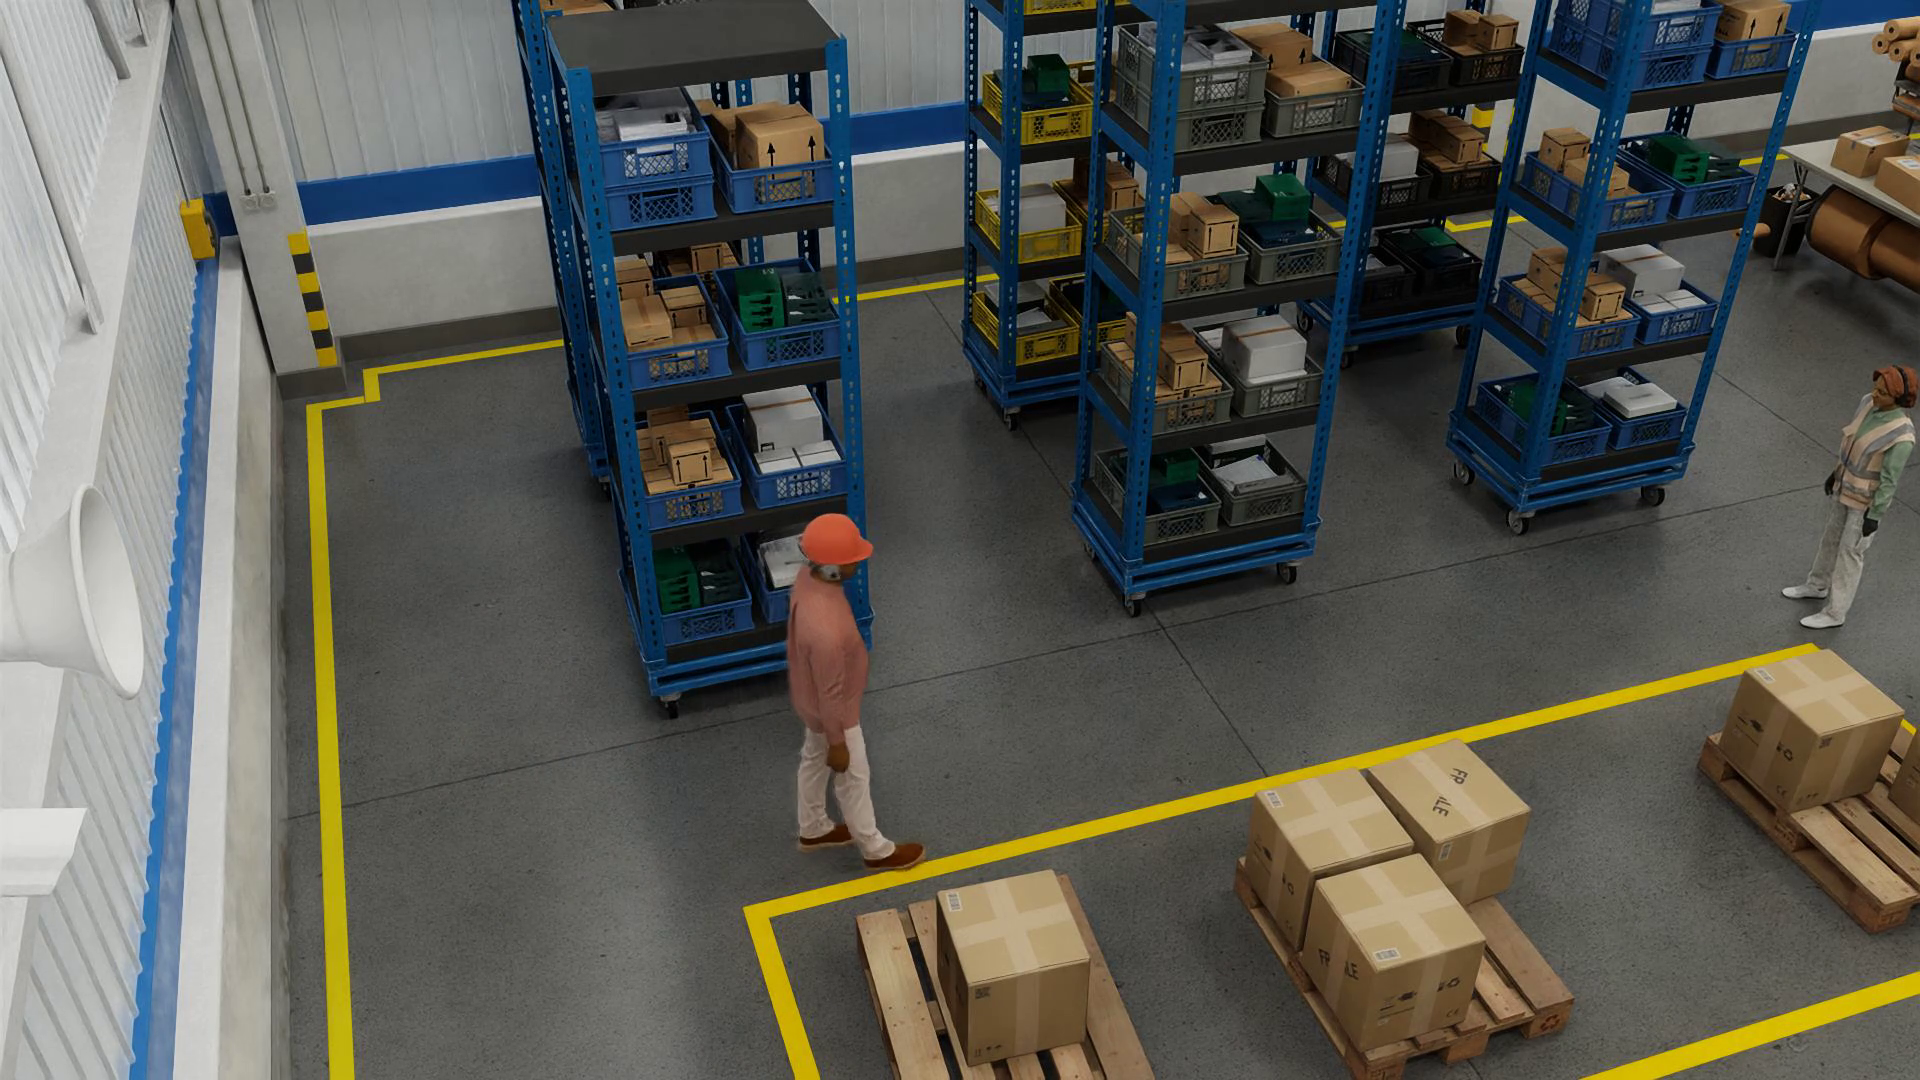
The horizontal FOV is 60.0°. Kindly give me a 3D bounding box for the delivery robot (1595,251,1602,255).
[{"bbox_3d":[5.342,-2.563,13.342,0.707,0.478,0.477,-19,40,-25],"label":"delivery robot"}]

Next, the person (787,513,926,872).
[{"bbox_3d":[-0.511,0.714,7.556,0.518,1.996,0.617,-8,36,-11],"label":"person"}]

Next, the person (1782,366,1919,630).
[{"bbox_3d":[4.971,-0.240,9.202,0.311,1.633,0.518,1,35,2],"label":"person"}]
